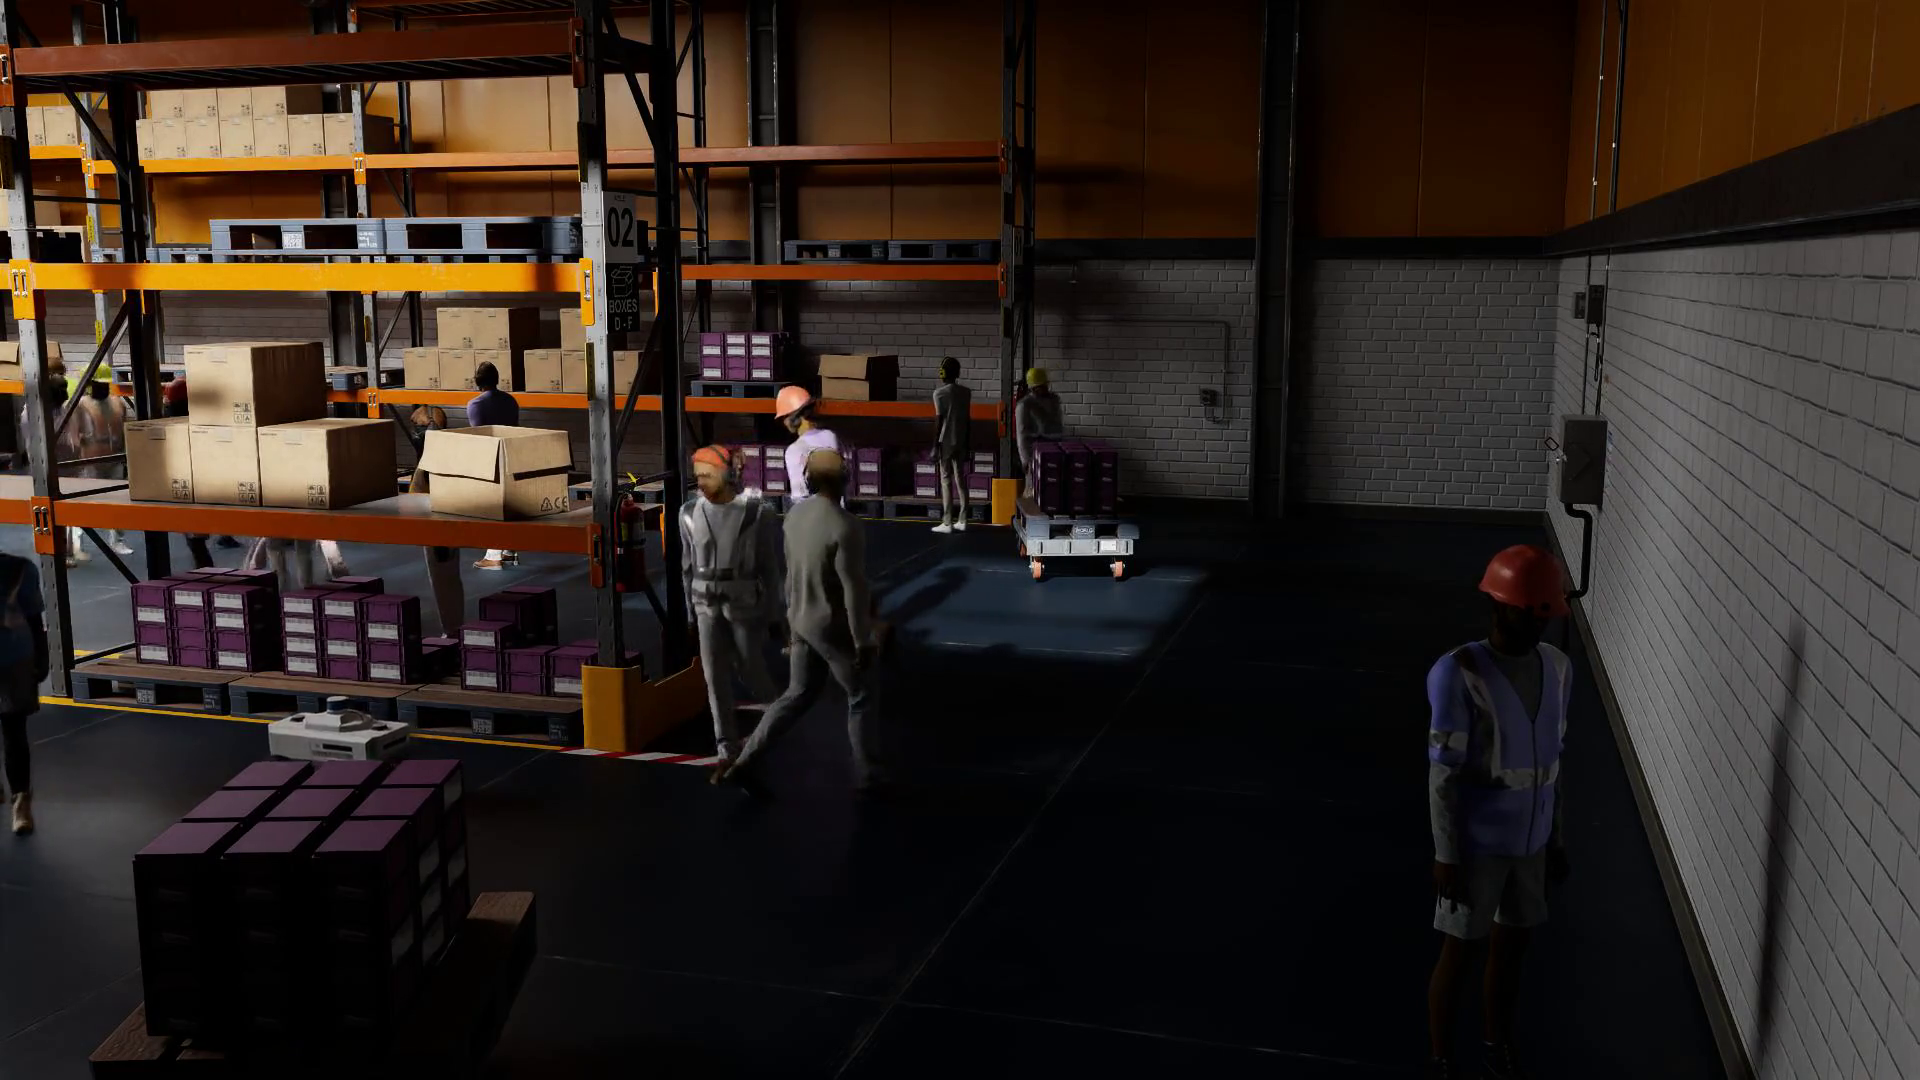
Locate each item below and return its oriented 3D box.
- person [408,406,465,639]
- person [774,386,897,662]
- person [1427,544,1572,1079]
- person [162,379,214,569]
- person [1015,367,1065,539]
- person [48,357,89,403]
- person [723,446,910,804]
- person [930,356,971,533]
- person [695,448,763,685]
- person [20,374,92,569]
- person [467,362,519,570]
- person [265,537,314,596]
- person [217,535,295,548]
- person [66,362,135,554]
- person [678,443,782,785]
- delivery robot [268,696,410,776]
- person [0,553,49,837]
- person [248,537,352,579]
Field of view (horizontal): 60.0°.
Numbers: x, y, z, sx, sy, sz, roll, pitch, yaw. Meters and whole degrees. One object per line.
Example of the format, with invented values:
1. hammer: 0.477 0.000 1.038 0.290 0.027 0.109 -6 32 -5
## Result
1. person: -3.726 -0.044 11.885 0.428 1.838 0.627 -2 10 -13
2. person: -0.879 -0.084 11.645 0.863 1.993 0.713 5 11 30
3. person: 1.774 0.964 5.429 0.543 1.934 0.362 -4 10 -25
4. person: -6.190 -0.334 13.407 0.554 1.926 0.479 8 12 40
5. person: 0.834 -0.885 17.159 0.632 1.791 0.418 -9 13 -43
6. person: -10.299 -1.208 19.140 0.948 1.802 0.630 6 11 31
7. person: -0.739 0.468 8.601 0.887 1.903 0.666 -6 11 -34
8. person: -0.096 -1.007 17.637 0.533 1.868 0.310 -8 12 -41
9. person: -1.556 0.160 11.359 0.537 1.594 0.865 -7 12 -36
10. person: -8.387 -0.631 15.473 0.464 1.827 0.637 3 10 18
11. person: -4.351 -0.690 15.494 0.355 1.936 0.636 4 10 23
12. person: -5.483 -0.223 13.598 0.523 1.610 0.532 7 12 37
13. person: -7.055 -0.768 16.624 0.818 1.731 0.539 -7 12 -36
14. person: -8.476 -0.802 16.316 0.728 1.900 0.594 5 11 28
15. person: -1.259 0.370 9.299 0.593 1.859 0.770 2 10 15
16. delivery robot: -3.255 1.063 8.729 0.707 0.478 0.477 3 10 18
17. person: -4.927 0.620 8.437 0.534 1.666 0.844 -4 10 -22
18. person: -5.747 -0.502 14.351 1.020 1.949 0.612 1 9 5
